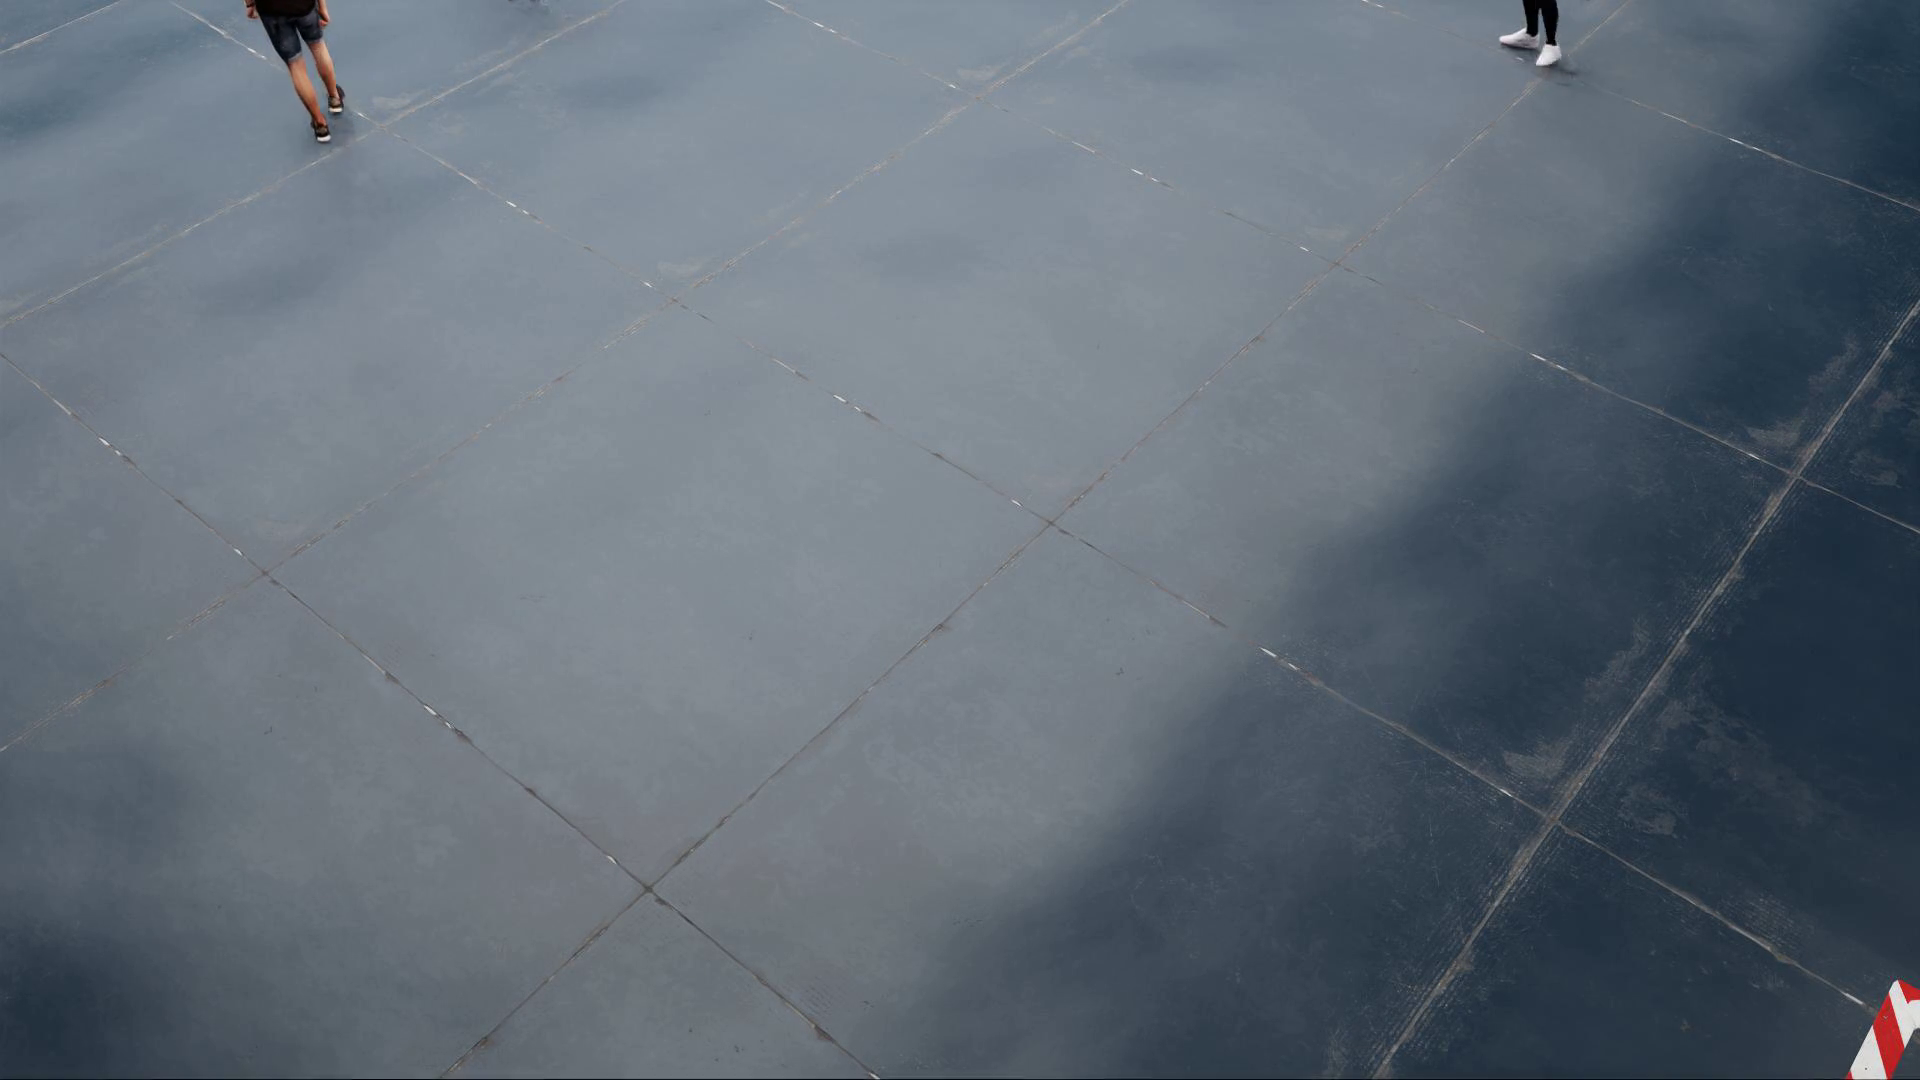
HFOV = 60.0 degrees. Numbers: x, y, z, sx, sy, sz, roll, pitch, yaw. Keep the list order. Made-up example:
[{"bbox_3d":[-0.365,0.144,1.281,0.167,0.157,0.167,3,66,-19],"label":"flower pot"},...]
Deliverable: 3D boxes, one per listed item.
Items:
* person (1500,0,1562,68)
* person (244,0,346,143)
[{"bbox_3d":[4.225,-4.248,11.806,0.950,1.741,0.845,-20,50,-17],"label":"person"},{"bbox_3d":[-4.458,-3.488,11.042,0.861,1.831,0.965,-19,50,-17],"label":"person"}]
